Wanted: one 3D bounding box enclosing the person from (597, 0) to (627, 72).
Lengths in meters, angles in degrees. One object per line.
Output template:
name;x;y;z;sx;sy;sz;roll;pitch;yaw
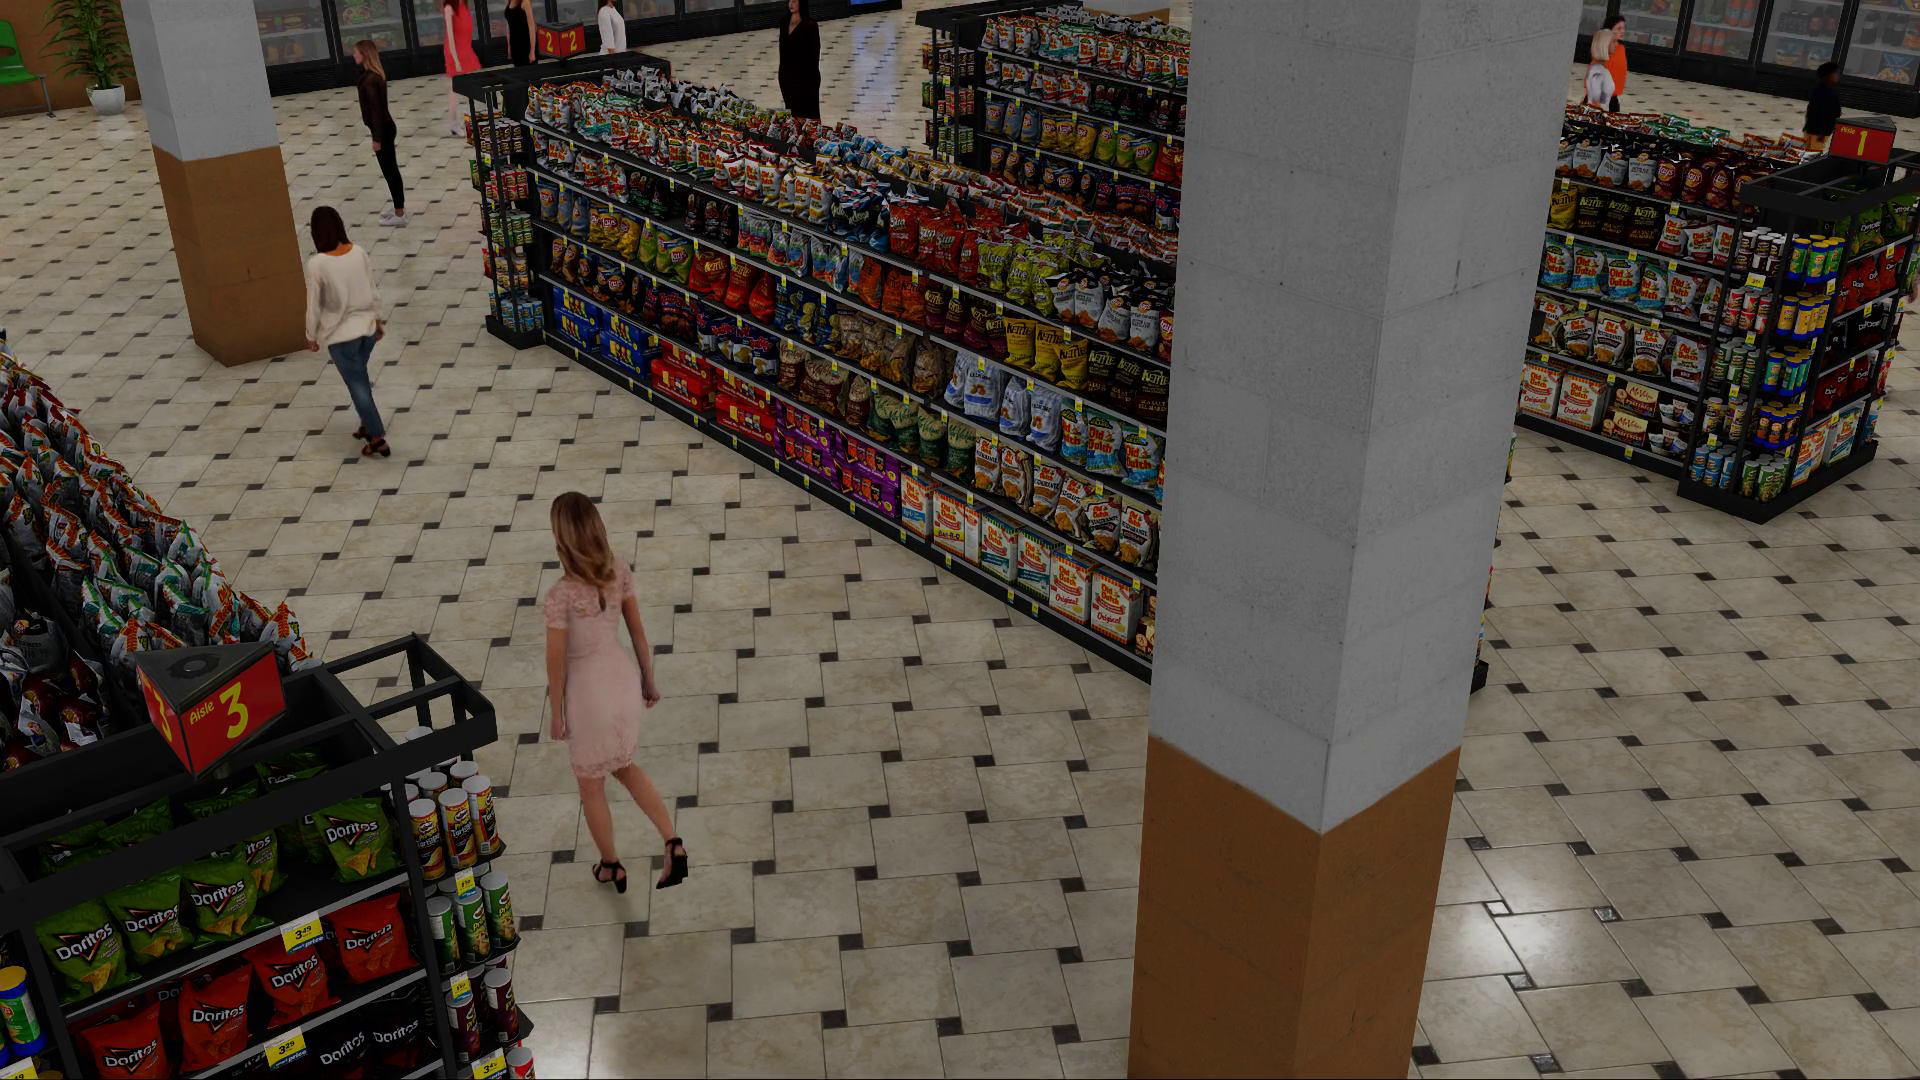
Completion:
person;-3.949;-5.494;18.907;0.748;1.689;0.664;-1;27;-2

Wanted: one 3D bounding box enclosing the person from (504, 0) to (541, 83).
person;-5.031;-5.674;19.223;0.525;1.725;0.682;19;32;32

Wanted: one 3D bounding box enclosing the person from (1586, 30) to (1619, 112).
person;5.989;-3.947;15.788;0.657;1.752;0.639;9;28;17

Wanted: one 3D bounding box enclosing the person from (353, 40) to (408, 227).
person;-5.406;-3.815;15.580;0.735;1.703;0.620;-4;27;-8

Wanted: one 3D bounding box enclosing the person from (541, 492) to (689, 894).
person;-1.354;0.694;6.572;0.863;1.810;0.703;19;33;33

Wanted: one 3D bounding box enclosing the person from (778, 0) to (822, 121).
person;-1.716;-5.010;17.877;0.650;1.757;0.792;15;31;27

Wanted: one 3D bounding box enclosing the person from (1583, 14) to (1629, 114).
person;6.319;-4.355;16.650;0.631;1.699;1.107;-20;33;-34

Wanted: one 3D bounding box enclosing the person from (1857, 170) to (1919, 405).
person;6.464;-1.791;11.606;0.706;1.688;0.716;-10;28;-19

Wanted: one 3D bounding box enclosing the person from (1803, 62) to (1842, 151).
person;8.606;-4.184;16.800;0.829;1.259;0.800;-1;27;-1

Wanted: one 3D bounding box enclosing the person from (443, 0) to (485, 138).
person;-5.656;-5.392;18.588;0.845;1.796;0.786;7;28;14

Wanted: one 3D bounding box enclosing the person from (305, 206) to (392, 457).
person;-3.854;-1.303;10.664;0.748;1.670;0.727;17;31;30
